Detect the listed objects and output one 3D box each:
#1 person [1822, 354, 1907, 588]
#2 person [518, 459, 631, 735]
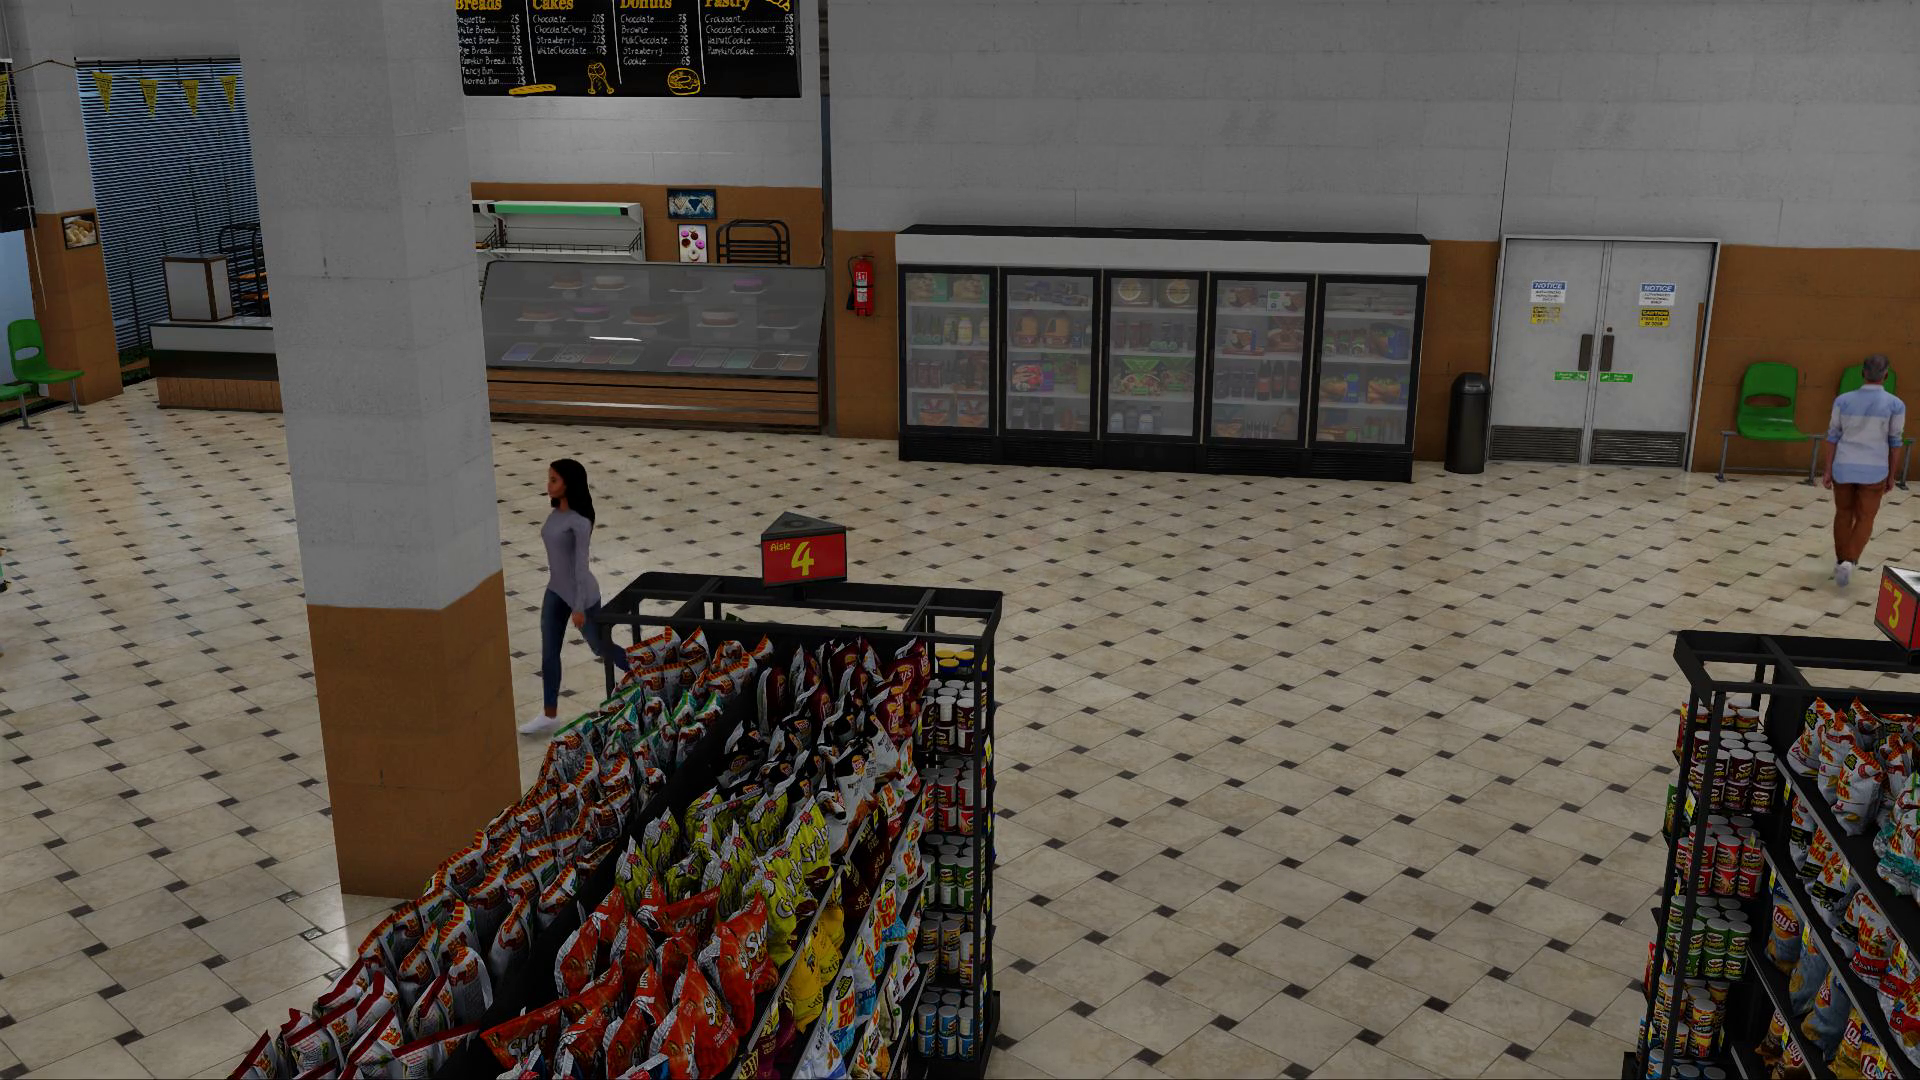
[{"bbox_3d":[7.020,-0.523,12.984,1.022,1.800,1.235,13,21,36],"label":"person"},{"bbox_3d":[-2.279,0.351,10.280,1.200,1.698,1.106,-13,21,-37],"label":"person"}]
